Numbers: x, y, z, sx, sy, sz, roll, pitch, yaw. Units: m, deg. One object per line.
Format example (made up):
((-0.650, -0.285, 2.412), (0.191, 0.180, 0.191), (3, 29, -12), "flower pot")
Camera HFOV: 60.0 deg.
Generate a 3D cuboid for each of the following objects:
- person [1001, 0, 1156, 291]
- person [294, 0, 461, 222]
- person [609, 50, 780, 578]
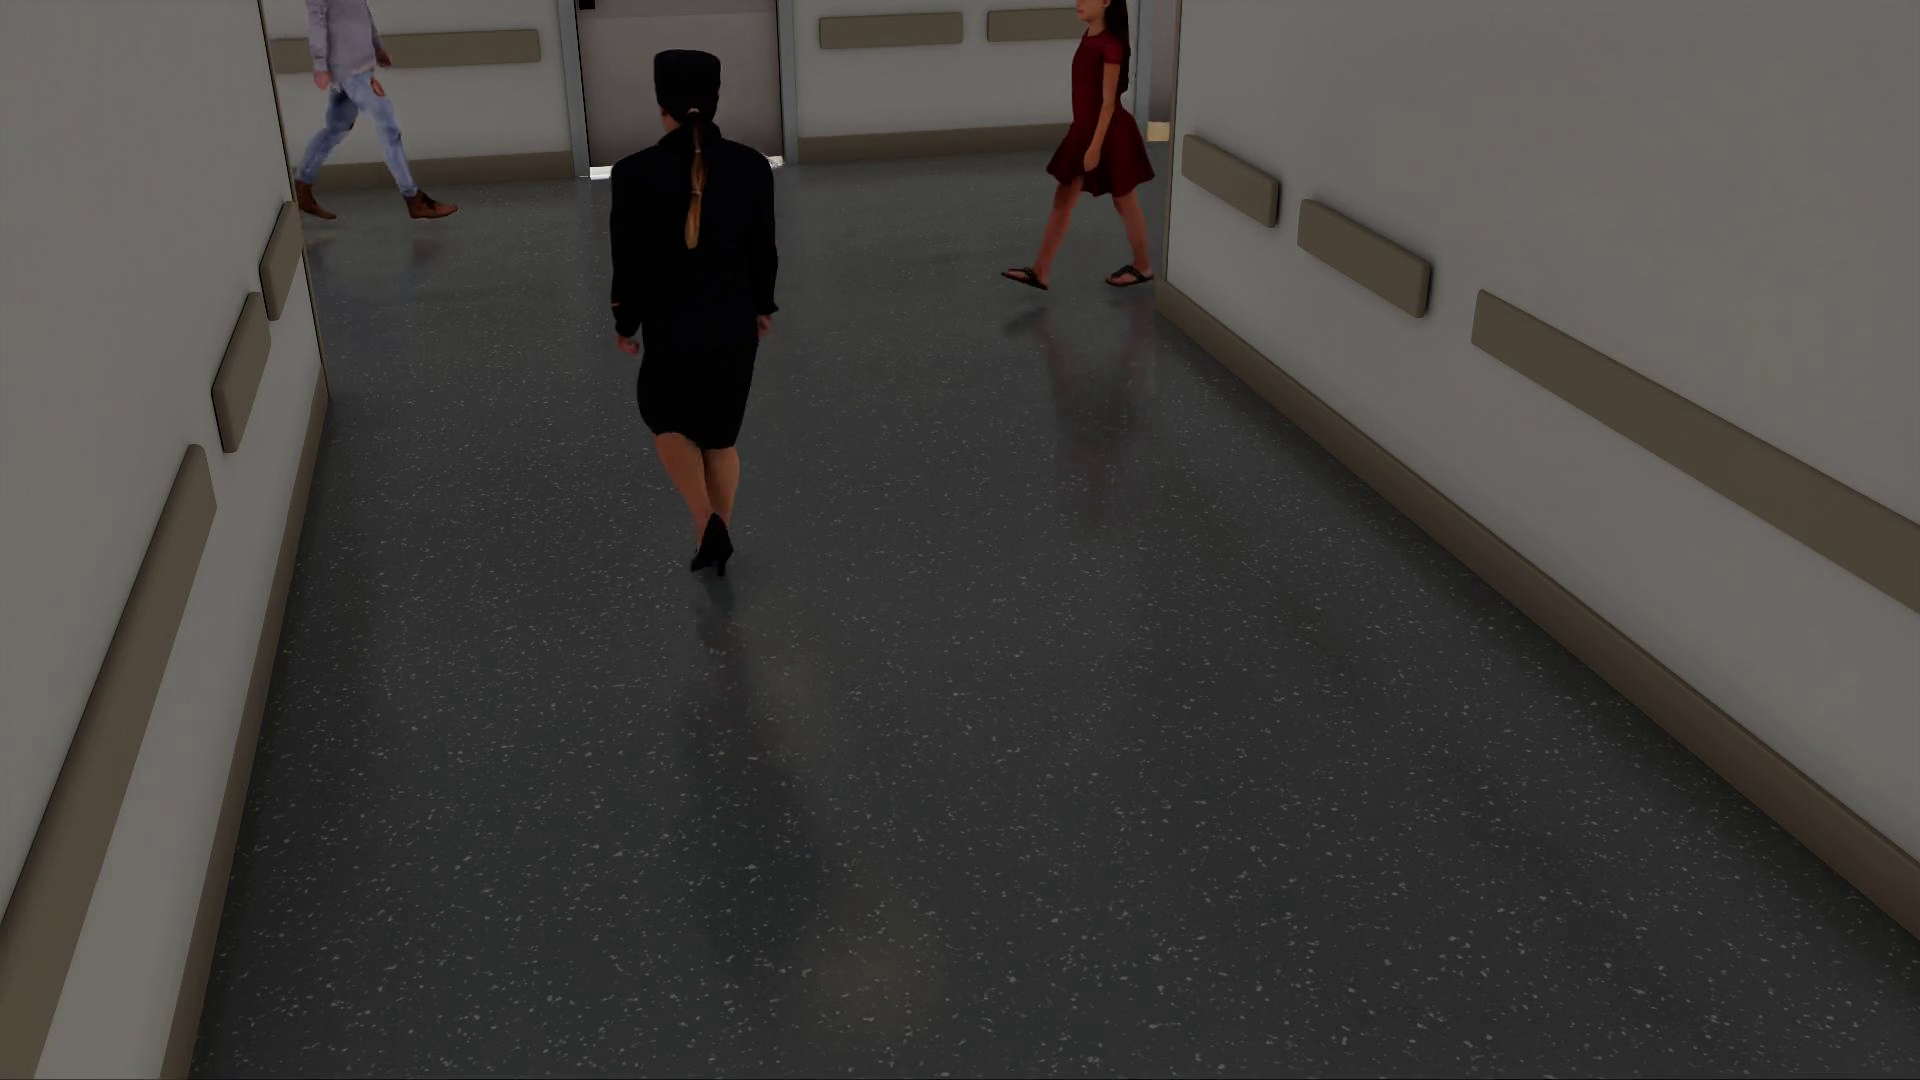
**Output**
((0.741, -1.914, 7.948), (1.057, 1.508, 0.648), (-11, 28, -21), "person")
((-3.404, -2.580, 8.993), (1.228, 1.800, 0.791), (-3, 26, -6), "person")
((-0.784, -0.612, 5.071), (0.708, 1.662, 0.836), (-13, 29, -26), "person")
